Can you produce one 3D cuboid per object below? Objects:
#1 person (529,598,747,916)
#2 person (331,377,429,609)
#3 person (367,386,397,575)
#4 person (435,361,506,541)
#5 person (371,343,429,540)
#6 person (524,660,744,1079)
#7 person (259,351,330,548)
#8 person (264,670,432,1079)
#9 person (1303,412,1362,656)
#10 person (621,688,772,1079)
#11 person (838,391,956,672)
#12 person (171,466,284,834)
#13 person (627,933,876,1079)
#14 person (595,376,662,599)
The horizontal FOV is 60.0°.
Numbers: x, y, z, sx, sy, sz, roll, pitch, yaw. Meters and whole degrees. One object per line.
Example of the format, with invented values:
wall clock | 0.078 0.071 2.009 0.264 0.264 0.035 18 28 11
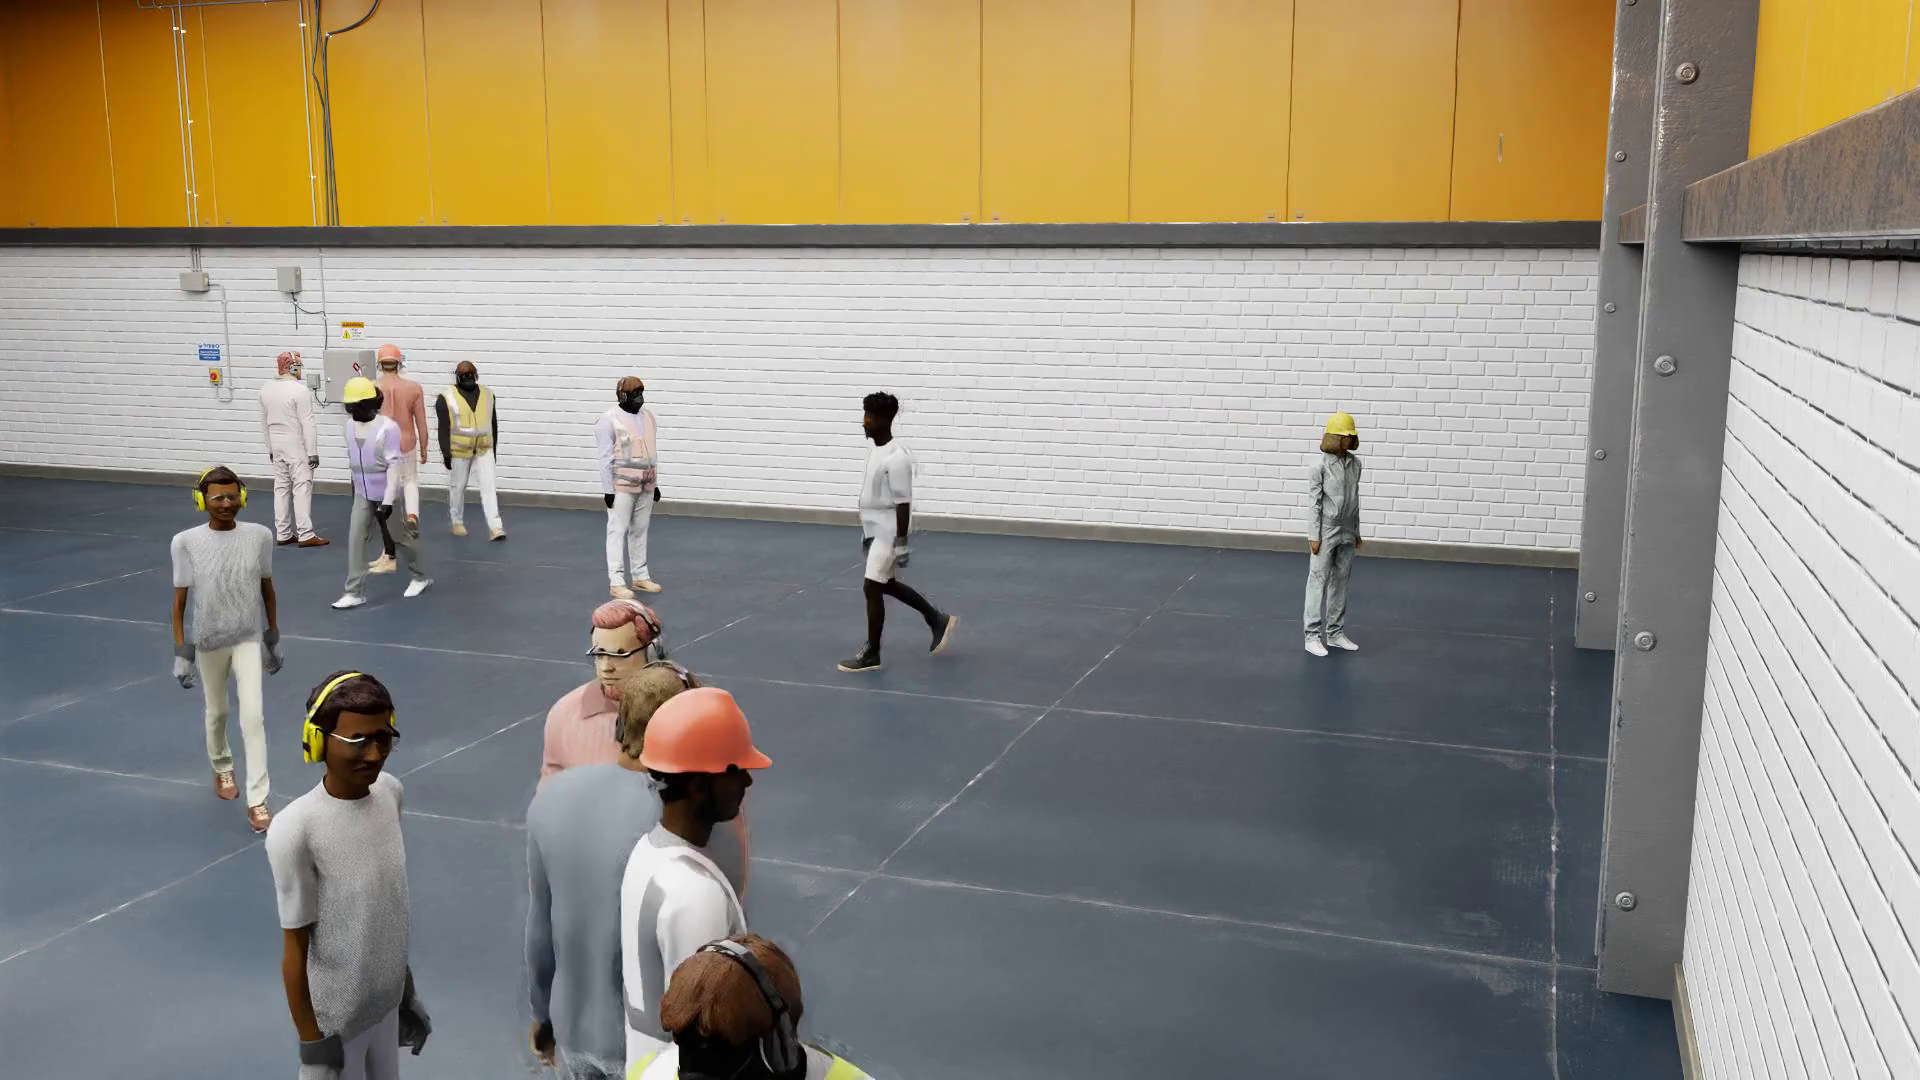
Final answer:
person | -1.015 1.103 5.083 0.670 1.869 0.823 3 10 16
person | -4.754 -0.407 13.593 0.588 1.877 0.963 4 11 20
person | -5.195 -0.540 14.829 0.321 1.696 0.537 -3 10 -15
person | -4.875 -0.885 16.544 0.623 1.793 0.947 -7 12 -34
person | -5.509 -0.926 16.226 0.619 1.976 0.604 -4 11 -22
person | -0.842 1.257 4.110 0.670 1.912 0.568 6 12 30
person | -6.466 -0.883 16.171 0.651 1.906 0.402 5 11 27
person | -1.544 1.246 4.307 0.334 1.864 0.521 2 10 13
person | 2.699 -0.046 11.914 0.494 1.743 0.303 -7 12 -33
person | -0.693 1.291 3.959 0.799 1.910 0.553 -3 11 -17
person | -0.430 -0.069 11.498 0.827 1.938 0.598 -3 11 -17
person | -3.753 0.520 8.525 0.540 1.825 0.963 -6 12 -30
person | -0.274 1.509 3.054 0.654 1.803 0.855 6 12 31
person | -2.737 -0.446 13.891 0.430 1.845 0.624 7 12 34
